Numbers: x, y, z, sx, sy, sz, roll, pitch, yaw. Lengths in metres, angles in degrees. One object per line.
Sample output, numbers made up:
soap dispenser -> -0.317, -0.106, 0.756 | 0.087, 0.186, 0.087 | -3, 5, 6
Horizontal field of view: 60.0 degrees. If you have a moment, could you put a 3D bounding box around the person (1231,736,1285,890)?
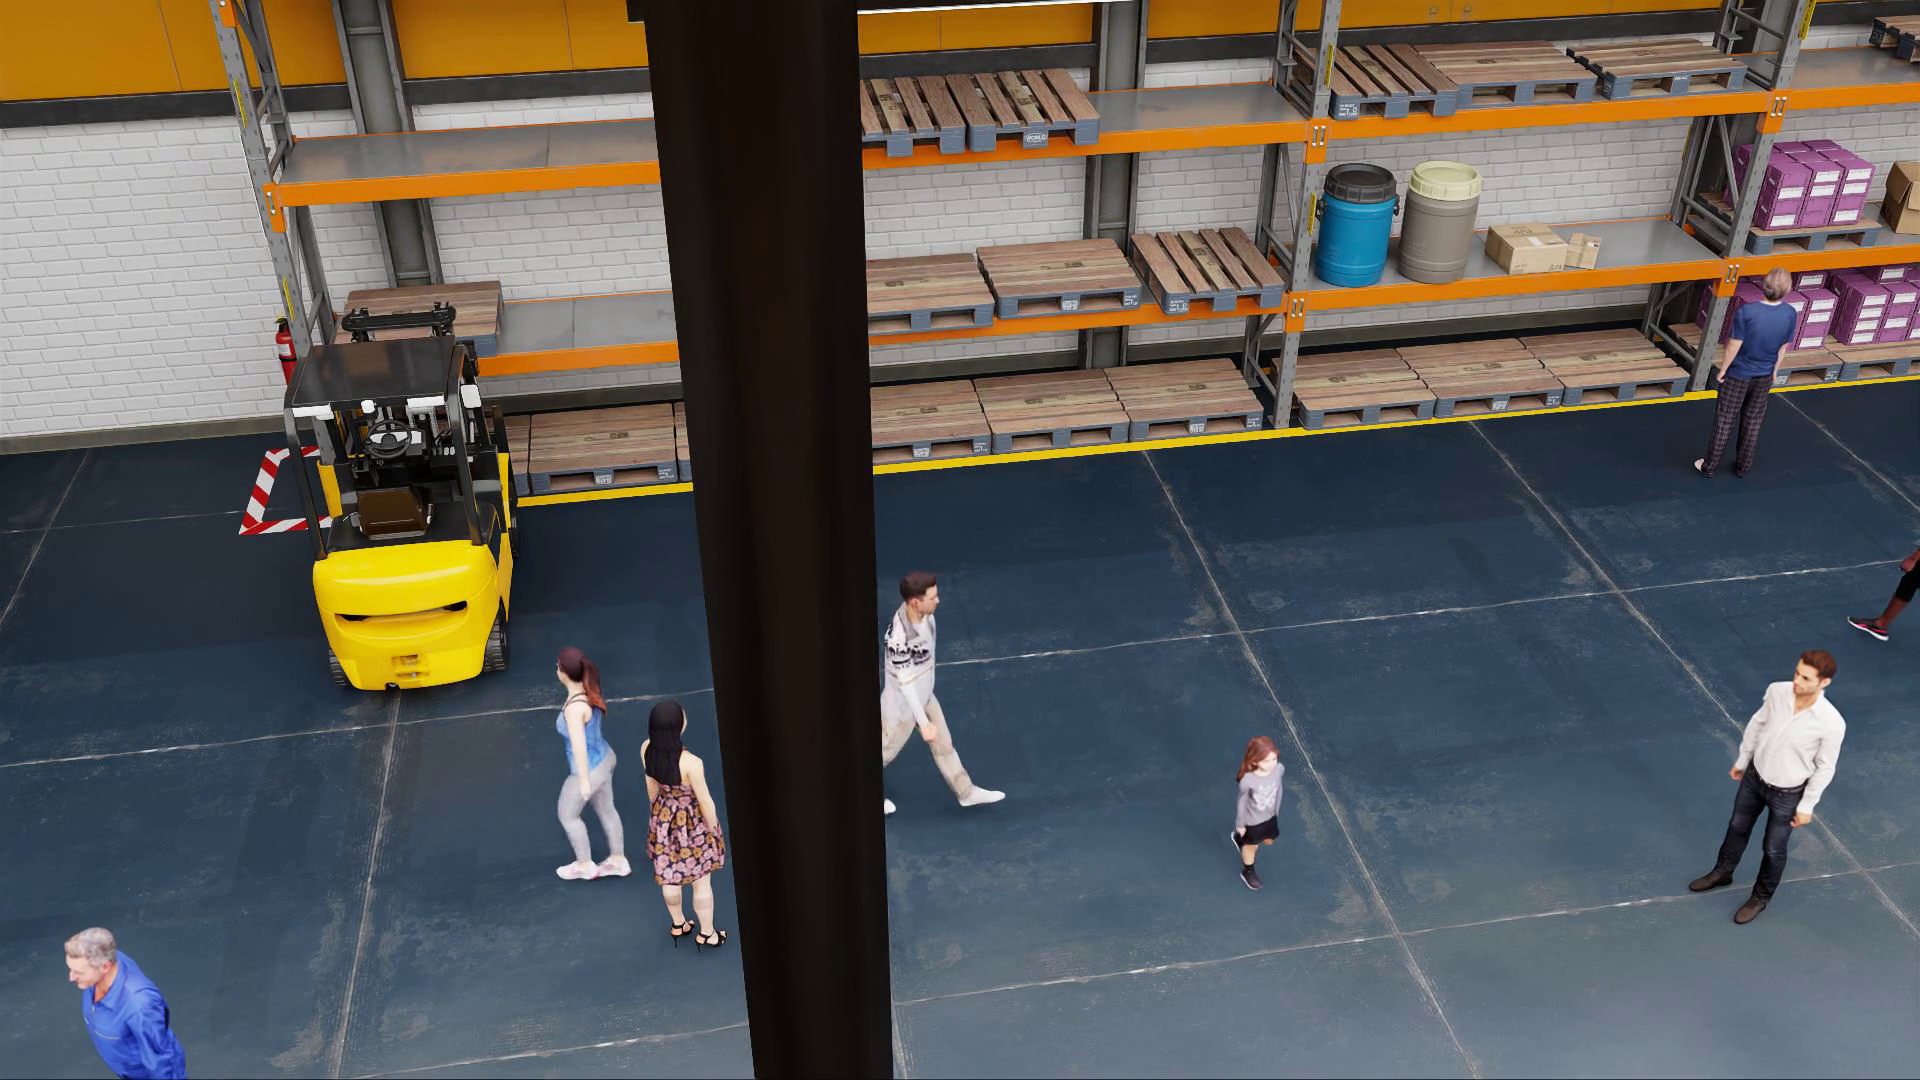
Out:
person -> 1.740, 1.570, 9.865 | 0.588, 1.098, 0.629 | -17, 37, -24

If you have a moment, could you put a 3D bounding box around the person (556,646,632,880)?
person -> -2.105, 1.336, 9.769 | 0.748, 1.594, 0.685 | 2, 34, 3

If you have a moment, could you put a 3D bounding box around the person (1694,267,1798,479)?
person -> 6.447, -1.357, 13.570 | 0.571, 1.872, 0.769 | 2, 34, 3

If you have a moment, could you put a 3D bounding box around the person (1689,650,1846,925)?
person -> 4.642, 1.381, 9.452 | 0.667, 1.870, 0.730 | -18, 38, -25

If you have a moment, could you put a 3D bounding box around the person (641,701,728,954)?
person -> -1.532, 1.595, 9.217 | 0.788, 1.775, 0.862 | 15, 37, 22

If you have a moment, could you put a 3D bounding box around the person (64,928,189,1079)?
person -> -3.824, 2.468, 7.858 | 0.788, 1.824, 0.804 | 27, 42, 34

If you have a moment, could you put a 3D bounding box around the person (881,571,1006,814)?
person -> -0.402, 0.971, 10.129 | 1.306, 1.804, 1.082 | 11, 35, 16
